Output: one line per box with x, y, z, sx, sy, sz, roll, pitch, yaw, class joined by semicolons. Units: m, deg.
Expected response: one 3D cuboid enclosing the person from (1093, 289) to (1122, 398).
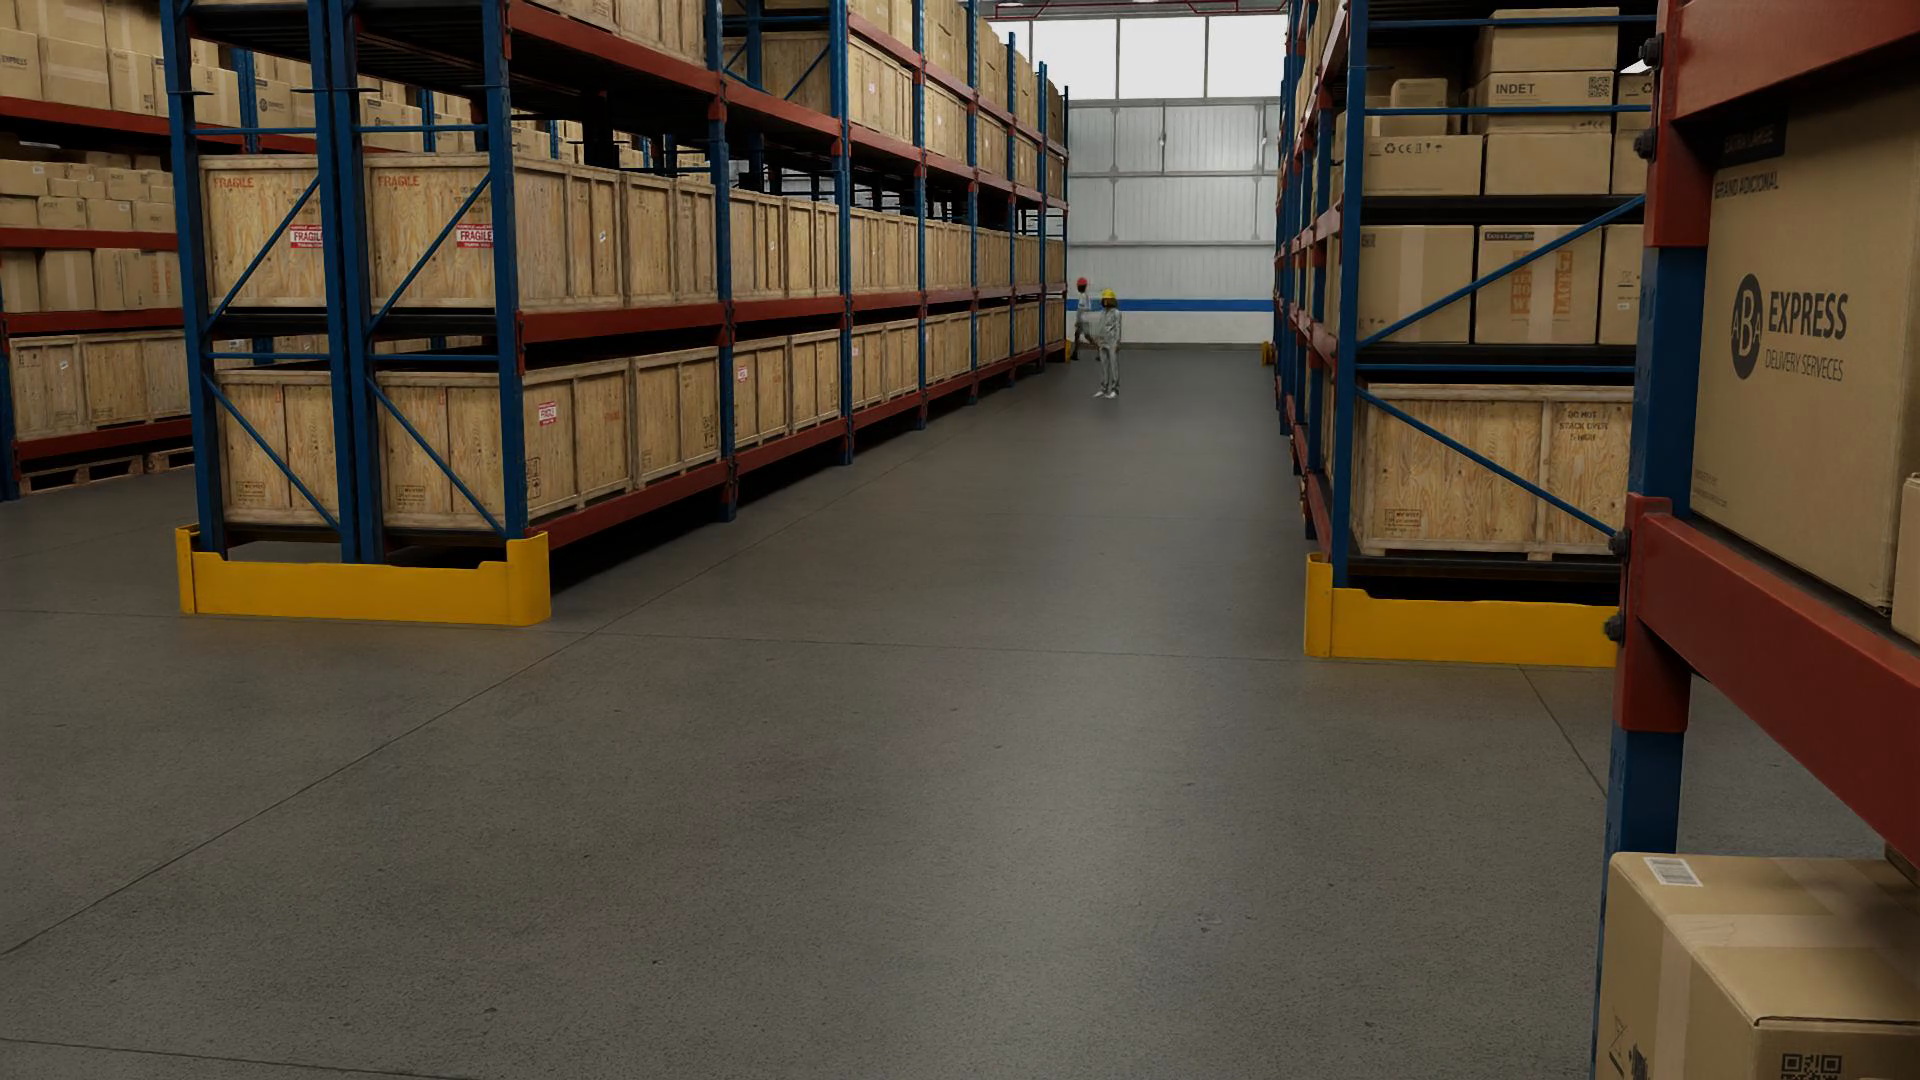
2.386;-3.157;26.789;0.296;1.745;0.484;-7;12;-38;person

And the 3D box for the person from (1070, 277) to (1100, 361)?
2.890;-5.029;37.921;0.914;1.910;0.549;1;9;9;person
